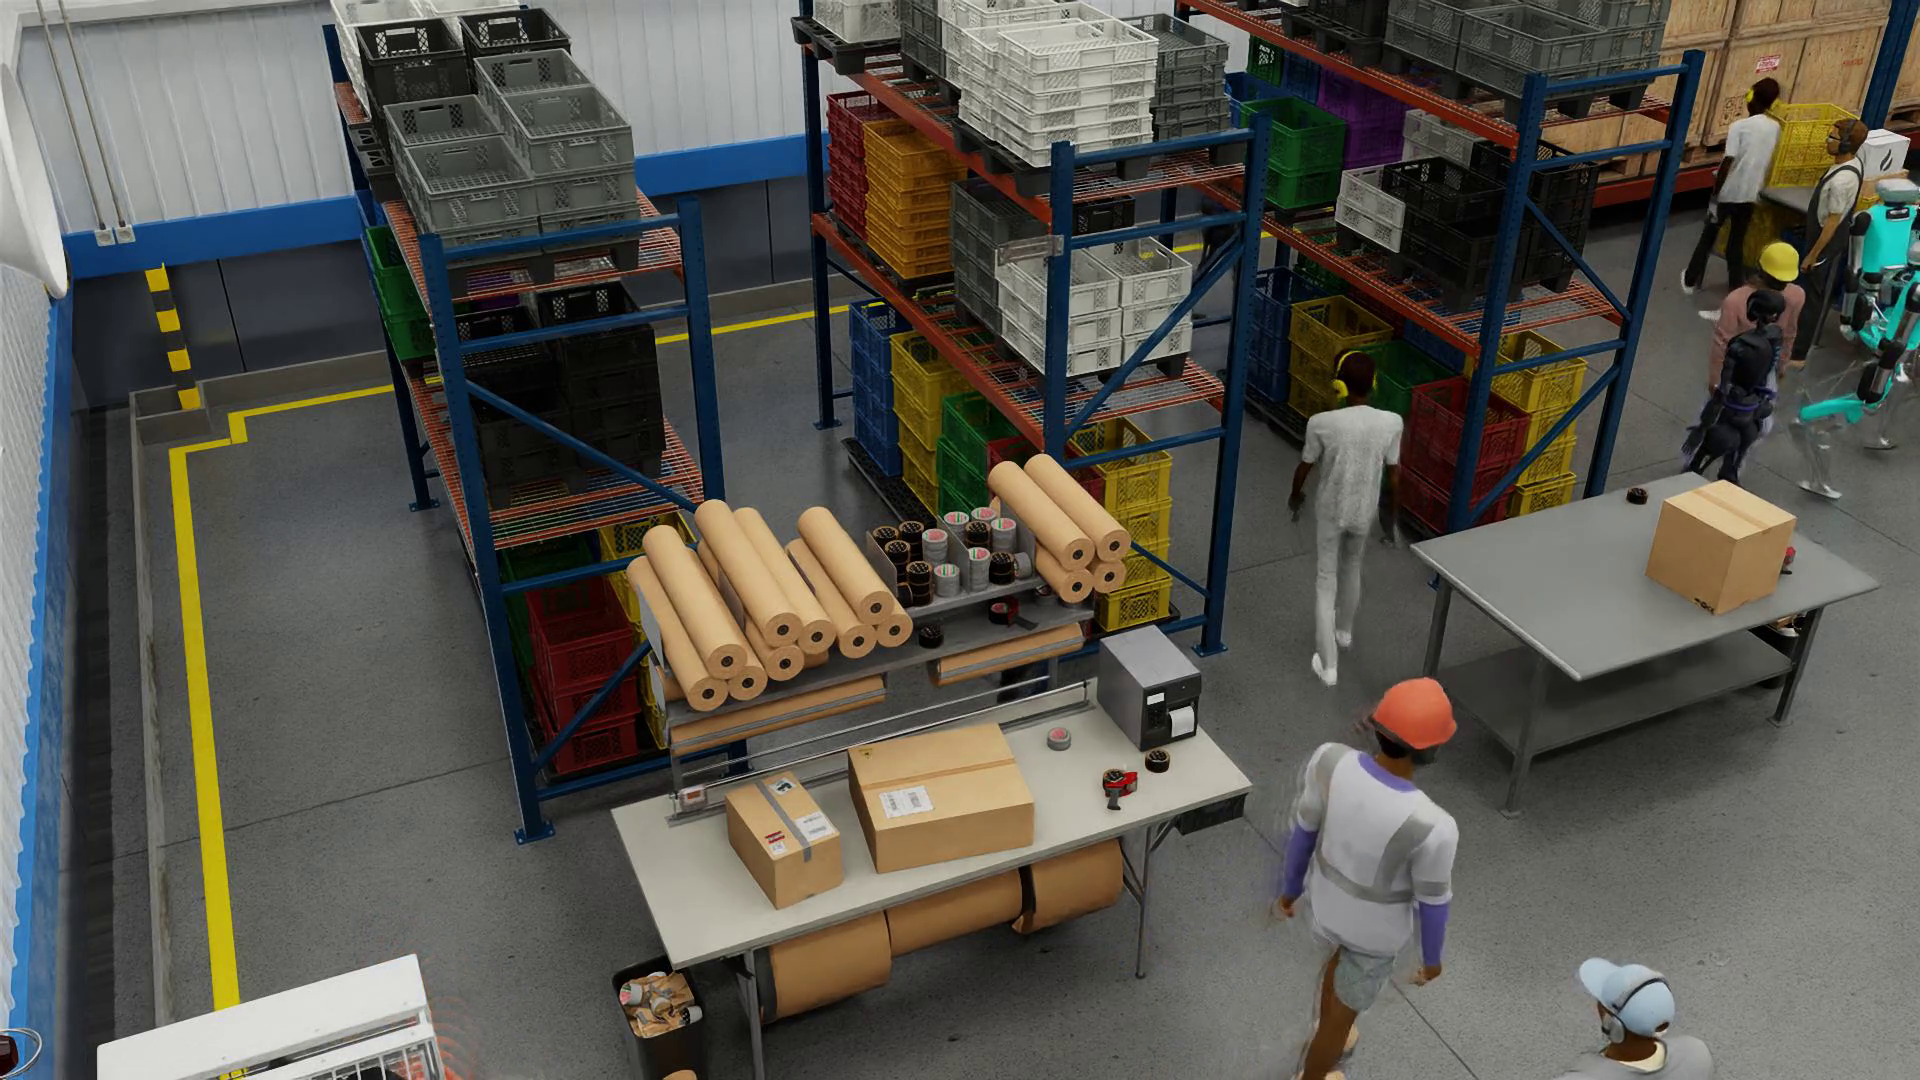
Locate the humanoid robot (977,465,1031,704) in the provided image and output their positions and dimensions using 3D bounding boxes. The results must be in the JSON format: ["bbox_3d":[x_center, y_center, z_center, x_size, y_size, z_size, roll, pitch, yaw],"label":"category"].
[{"bbox_3d":[0.326,0.422,7.989,0.583,1.653,0.619,22,38,31],"label":"humanoid robot"}]

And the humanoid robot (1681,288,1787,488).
[{"bbox_3d":[4.571,-0.725,9.818,0.589,1.642,0.600,-22,38,-31],"label":"humanoid robot"}]

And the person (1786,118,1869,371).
[{"bbox_3d":[6.139,-2.105,11.885,0.344,1.846,0.504,18,36,27],"label":"person"}]

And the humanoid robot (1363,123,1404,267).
[{"bbox_3d":[3.405,-2.835,13.278,0.766,1.637,0.584,-16,35,-24],"label":"humanoid robot"}]

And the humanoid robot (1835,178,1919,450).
[{"bbox_3d":[6.134,-1.370,10.853,0.554,1.765,1.011,-5,32,-7],"label":"humanoid robot"}]

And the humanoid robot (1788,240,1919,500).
[{"bbox_3d":[5.474,-0.978,10.252,0.721,1.894,0.551,21,37,30],"label":"humanoid robot"}]

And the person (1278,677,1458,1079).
[{"bbox_3d":[1.538,1.341,6.123,0.692,2.014,0.623,-22,38,-31],"label":"person"}]

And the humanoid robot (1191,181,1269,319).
[{"bbox_3d":[2.056,-2.446,12.632,0.739,1.630,0.589,-10,33,-15],"label":"humanoid robot"}]

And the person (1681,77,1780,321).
[{"bbox_3d":[5.920,-2.616,12.756,0.564,1.803,0.831,-4,32,-7],"label":"person"}]

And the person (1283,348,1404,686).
[{"bbox_3d":[2.009,-0.131,8.689,0.547,1.834,0.658,-2,32,-3],"label":"person"}]

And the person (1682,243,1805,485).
[{"bbox_3d":[4.860,-1.050,10.282,0.567,1.732,0.554,-2,32,-3],"label":"person"}]

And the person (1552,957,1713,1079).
[{"bbox_3d":[1.952,2.009,5.197,0.587,1.853,0.378,-12,34,-19],"label":"person"}]
